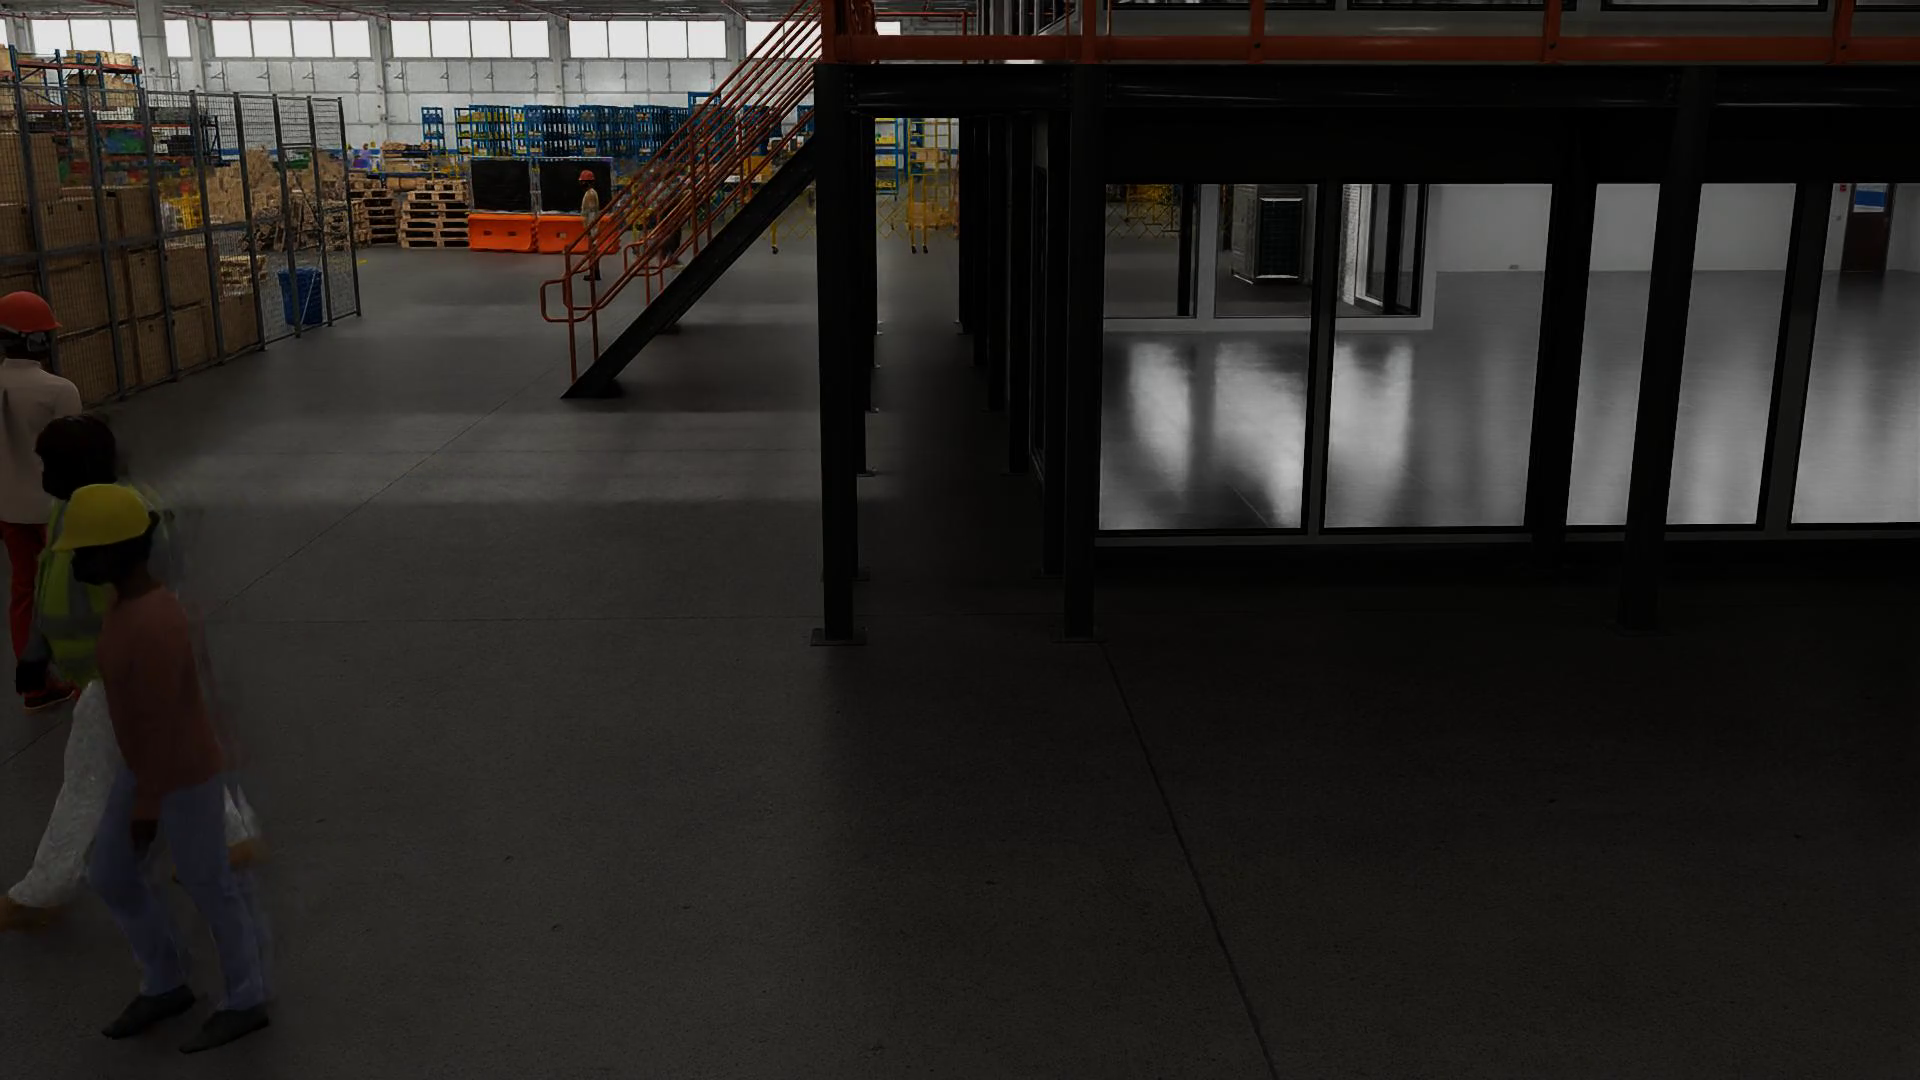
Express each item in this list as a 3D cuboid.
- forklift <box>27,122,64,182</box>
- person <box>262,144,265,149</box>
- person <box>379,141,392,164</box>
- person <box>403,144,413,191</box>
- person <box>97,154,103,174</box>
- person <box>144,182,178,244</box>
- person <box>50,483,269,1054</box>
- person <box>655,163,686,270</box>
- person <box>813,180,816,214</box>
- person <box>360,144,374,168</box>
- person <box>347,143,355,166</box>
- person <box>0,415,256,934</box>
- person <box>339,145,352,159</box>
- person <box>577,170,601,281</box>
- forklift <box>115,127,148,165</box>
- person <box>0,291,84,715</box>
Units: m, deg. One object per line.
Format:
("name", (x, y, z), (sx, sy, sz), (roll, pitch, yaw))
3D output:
("forklift", (-35.376, -14.773, 64.377), (1.129, 2.768, 1.873), (-1, 14, -2))
("person", (-35.576, -19.339, 84.974), (0.811, 1.714, 0.584), (11, 18, 37))
("person", (-28.885, -19.101, 83.683), (0.664, 1.890, 0.519), (-12, 18, -40))
("person", (-22.381, -15.061, 67.420), (0.386, 1.948, 0.601), (-9, 16, -31))
("person", (-34.465, -14.723, 66.653), (0.895, 1.644, 0.546), (-2, 14, -9))
("person", (-11.690, -4.243, 24.204), (0.634, 1.936, 0.351), (-12, 19, -40))
("person", (-2.373, 0.698, 4.850), (0.566, 1.749, 0.541), (-12, 18, -40))
("person", (-5.451, -6.146, 31.602), (0.537, 2.000, 0.702), (4, 15, 15))
("person", (-4.199, -10.920, 51.151), (1.000, 1.814, 0.530), (11, 18, 38))
("person", (-28.336, -18.038, 79.576), (0.817, 1.811, 0.608), (12, 18, 39))
("person", (-32.319, -20.126, 88.106), (0.486, 1.738, 0.334), (-8, 16, -29))
("person", (-2.995, 0.447, 5.764), (1.009, 1.778, 0.629), (-11, 18, -38))
("person", (-27.439, -16.752, 74.437), (0.590, 1.821, 0.404), (2, 14, 8))
("person", (-6.583, -5.588, 29.578), (0.355, 1.938, 0.545), (-2, 14, -9))
("forklift", (-38.009, -17.704, 76.093), (1.129, 2.768, 1.873), (-1, 14, -2))
("person", (-4.245, -0.149, 7.725), (0.618, 1.994, 0.380), (3, 14, 13))
